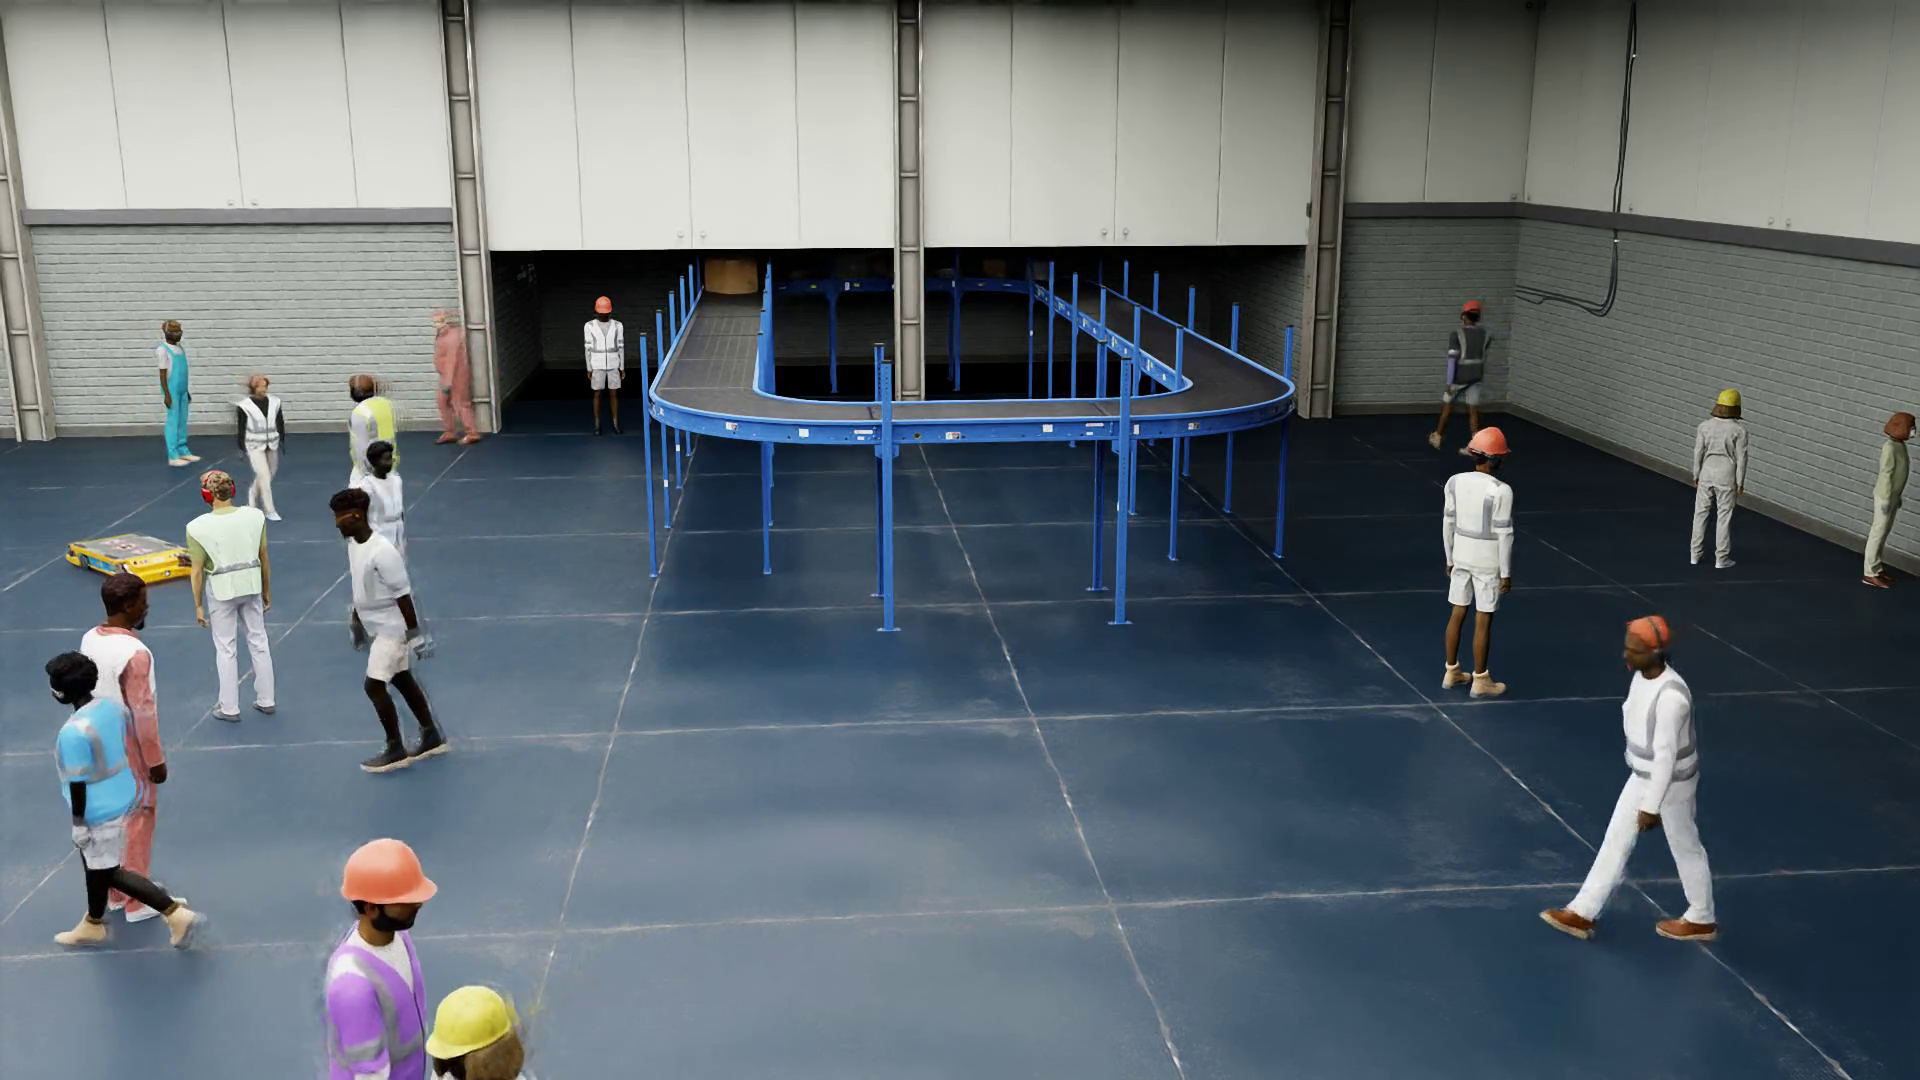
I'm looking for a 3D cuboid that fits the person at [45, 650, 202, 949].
[{"bbox_3d":[-4.347,1.345,8.515,0.770,1.664,0.537,-1,14,-5],"label":"person"}]

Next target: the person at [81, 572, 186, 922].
[{"bbox_3d":[-4.503,1.115,8.984,0.582,1.904,0.407,12,18,39],"label":"person"}]

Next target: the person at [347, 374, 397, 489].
[{"bbox_3d":[-5.900,-0.747,16.598,0.604,1.824,0.647,4,15,16],"label":"person"}]

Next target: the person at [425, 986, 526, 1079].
[{"bbox_3d":[-1.420,2.145,5.195,0.498,1.727,0.535,10,17,35],"label":"person"}]

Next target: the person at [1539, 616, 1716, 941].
[{"bbox_3d":[3.554,1.256,8.590,0.995,1.811,0.578,0,14,-2],"label":"person"}]

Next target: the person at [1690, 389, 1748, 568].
[{"bbox_3d":[7.391,-0.605,16.179,0.324,1.742,0.492,-13,19,-42],"label":"person"}]

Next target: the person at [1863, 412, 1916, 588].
[{"bbox_3d":[8.687,-0.387,15.525,0.278,1.634,0.498,12,18,40],"label":"person"}]

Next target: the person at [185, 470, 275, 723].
[{"bbox_3d":[-5.211,0.410,11.937,0.394,1.836,0.560,13,19,42],"label":"person"}]

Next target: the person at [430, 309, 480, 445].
[{"bbox_3d":[-6.791,-2.162,22.183,0.712,1.853,0.671,-8,16,-30],"label":"person"}]

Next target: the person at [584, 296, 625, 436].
[{"bbox_3d":[-4.901,-2.406,23.012,0.542,1.929,0.369,-5,15,-19],"label":"person"}]

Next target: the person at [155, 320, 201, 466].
[{"bbox_3d":[-9.893,-1.859,20.991,0.327,1.842,0.517,1,14,4],"label":"person"}]

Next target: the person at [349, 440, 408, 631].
[{"bbox_3d":[-4.847,-0.010,13.898,0.451,1.684,0.553,5,15,19],"label":"person"}]

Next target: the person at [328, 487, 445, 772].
[{"bbox_3d":[-3.821,0.583,11.054,0.720,1.917,0.620,-9,17,-32],"label":"person"}]

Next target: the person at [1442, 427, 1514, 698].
[{"bbox_3d":[3.902,0.163,12.496,0.377,2.045,0.605,-9,17,-32],"label":"person"}]

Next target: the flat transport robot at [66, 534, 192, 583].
[{"bbox_3d":[-8.016,0.162,16.098,1.431,0.197,0.652,11,18,38],"label":"flat transport robot"}]

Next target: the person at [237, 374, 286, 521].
[{"bbox_3d":[-7.673,-1.038,18.190,0.738,1.611,0.527,11,18,37],"label":"person"}]

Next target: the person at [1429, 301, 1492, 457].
[{"bbox_3d":[6.578,-2.117,21.745,0.622,1.980,0.926,-3,14,-10],"label":"person"}]

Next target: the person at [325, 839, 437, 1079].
[{"bbox_3d":[-1.879,1.924,5.750,0.968,1.886,0.574,0,14,1],"label":"person"}]
